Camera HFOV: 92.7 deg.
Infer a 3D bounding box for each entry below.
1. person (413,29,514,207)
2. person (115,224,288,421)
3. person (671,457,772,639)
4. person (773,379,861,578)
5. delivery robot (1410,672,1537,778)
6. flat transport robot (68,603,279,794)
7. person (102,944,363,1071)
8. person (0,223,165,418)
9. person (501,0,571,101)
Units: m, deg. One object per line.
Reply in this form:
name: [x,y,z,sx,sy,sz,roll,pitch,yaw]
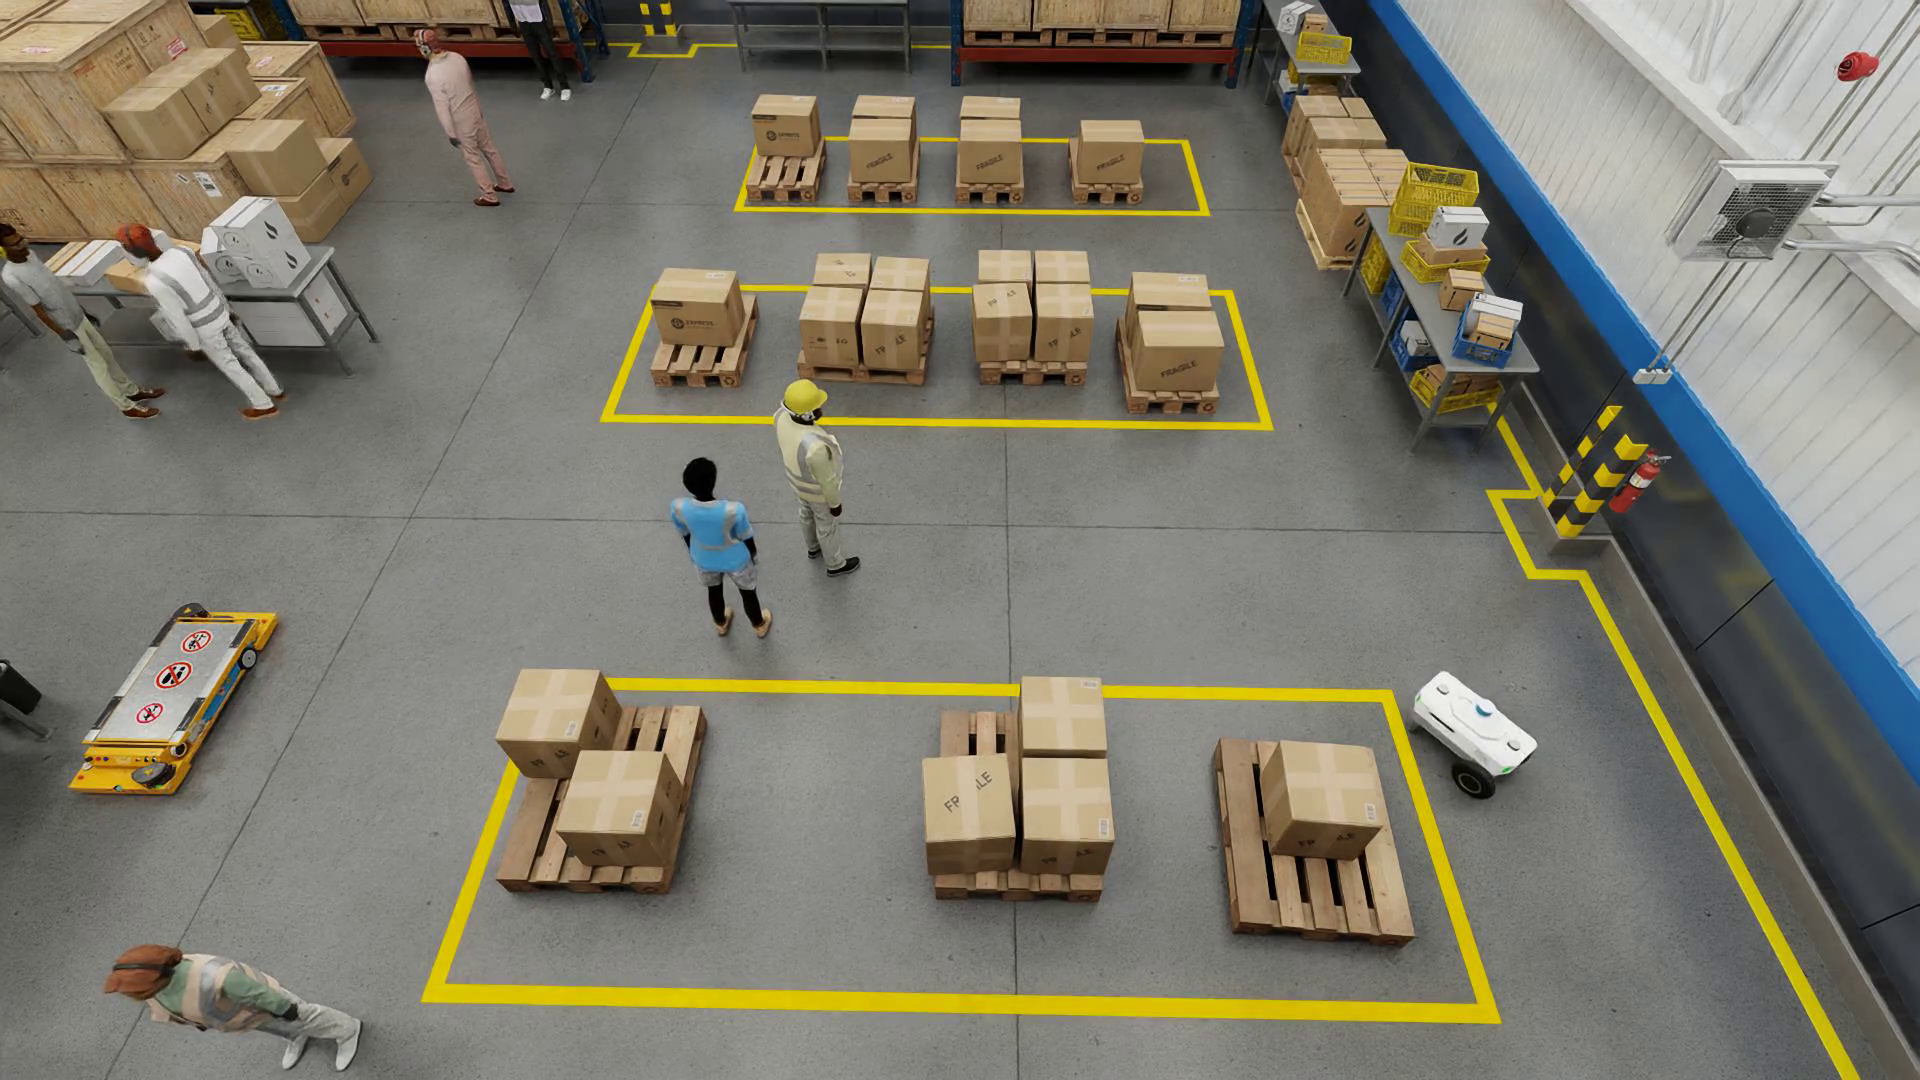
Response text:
person: [-5.588,-4.706,10.277,0.401,1.900,0.647,11,51,9]
person: [-6.449,-1.850,7.875,0.344,1.874,0.619,-2,50,-2]
person: [-1.643,0.098,6.344,0.535,1.690,0.321,5,50,4]
person: [-1.044,-0.436,6.702,0.403,1.833,0.586,-32,57,-24]
delivery robot: [3.386,1.220,6.073,0.477,0.478,0.707,-30,56,-23]
flat transport robot: [-5.504,1.072,6.442,0.652,0.197,1.431,1,50,1]
person: [-3.541,2.298,4.519,0.521,1.632,0.313,1,50,1]
person: [-7.627,-1.867,7.892,0.313,1.865,0.528,-15,51,-13]
person: [-5.634,-6.798,12.056,0.598,1.882,0.415,1,50,1]
